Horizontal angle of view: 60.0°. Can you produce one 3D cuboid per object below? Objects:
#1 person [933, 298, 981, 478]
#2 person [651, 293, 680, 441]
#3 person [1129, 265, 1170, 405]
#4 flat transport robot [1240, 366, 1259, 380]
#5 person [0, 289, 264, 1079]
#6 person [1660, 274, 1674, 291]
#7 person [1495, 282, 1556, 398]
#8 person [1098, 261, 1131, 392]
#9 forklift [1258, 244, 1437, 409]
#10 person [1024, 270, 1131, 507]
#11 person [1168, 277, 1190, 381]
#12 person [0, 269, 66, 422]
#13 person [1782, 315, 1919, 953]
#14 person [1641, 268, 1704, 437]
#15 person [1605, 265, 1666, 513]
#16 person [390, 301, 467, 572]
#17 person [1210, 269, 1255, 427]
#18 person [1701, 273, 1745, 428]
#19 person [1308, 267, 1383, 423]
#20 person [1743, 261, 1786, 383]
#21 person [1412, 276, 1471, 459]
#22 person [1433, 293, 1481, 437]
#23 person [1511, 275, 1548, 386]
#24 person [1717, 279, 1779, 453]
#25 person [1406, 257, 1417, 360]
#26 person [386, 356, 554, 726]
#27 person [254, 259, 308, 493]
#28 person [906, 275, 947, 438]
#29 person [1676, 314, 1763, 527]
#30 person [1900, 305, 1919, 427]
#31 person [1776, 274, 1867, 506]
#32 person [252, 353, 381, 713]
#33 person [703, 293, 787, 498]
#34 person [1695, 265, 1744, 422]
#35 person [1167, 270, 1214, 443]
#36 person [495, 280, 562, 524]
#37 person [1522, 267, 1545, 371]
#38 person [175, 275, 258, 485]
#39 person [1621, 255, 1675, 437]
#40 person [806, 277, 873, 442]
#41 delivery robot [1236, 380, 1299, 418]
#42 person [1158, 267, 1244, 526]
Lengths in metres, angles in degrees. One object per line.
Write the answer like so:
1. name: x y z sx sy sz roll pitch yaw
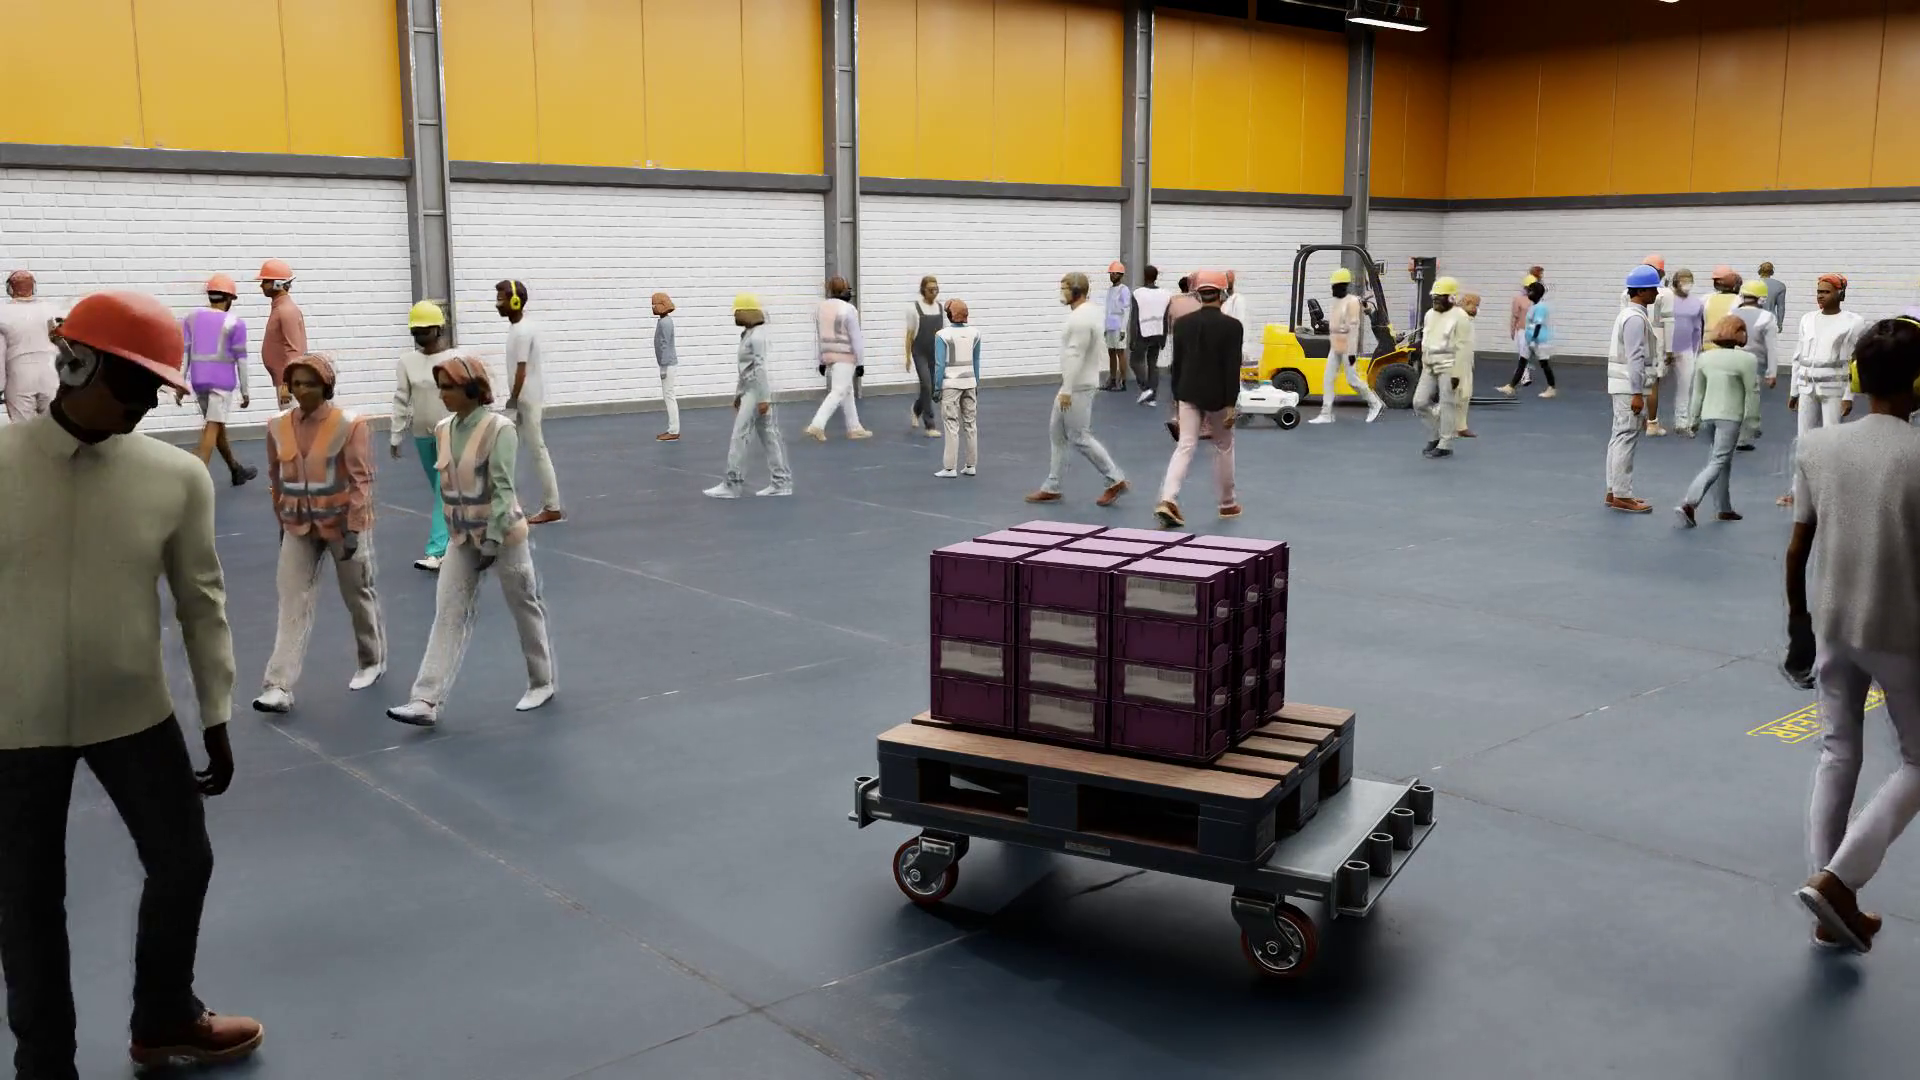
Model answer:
1. person: -0.024 -1.381 15.198 0.514 1.641 0.307 -8 12 -38
2. person: -3.241 -1.903 18.300 0.280 1.624 0.494 -2 10 -12
3. person: 2.554 -2.765 22.535 0.608 1.899 0.458 -4 11 -23
4. flat transport robot: 5.098 -2.740 27.153 0.652 0.197 1.431 9 13 43
5. person: -2.015 0.412 3.820 0.709 1.949 0.412 -7 12 -36
6. person: 10.176 -3.175 24.528 0.711 2.000 0.900 5 11 25
7. person: 8.135 -2.842 23.698 0.858 1.642 0.549 1 10 4
8. person: 2.326 -3.194 24.929 0.347 1.942 0.545 -5 11 -28
9. forklift: 5.256 -2.933 22.661 2.313 2.155 1.214 3 10 16
10. person: 0.967 -1.215 13.432 0.759 1.923 0.643 0 10 0
11. person: 3.606 -3.394 26.839 0.534 1.691 0.318 4 10 21
12. person: -7.968 -1.356 14.261 0.410 1.912 0.643 8 13 40
13. person: 2.614 0.297 4.760 0.434 1.851 0.557 -6 11 -32
14. person: 8.084 -2.143 18.932 0.640 1.906 0.965 0 10 -1
15. person: 5.344 -1.197 13.214 0.388 1.949 0.602 2 10 14
16. person: -3.408 -0.654 10.684 0.546 1.726 0.864 3 10 15
17. person: 3.211 -2.243 19.567 0.479 1.870 0.597 -3 10 -18
18. person: 8.990 -2.210 19.522 0.508 1.820 0.658 -5 11 -28
19. person: 4.709 -2.340 20.096 0.886 1.897 0.595 -3 10 -17
20. person: 12.776 -3.459 26.487 0.636 1.939 0.362 4 10 21
21. person: 4.798 -1.709 16.590 0.434 1.817 0.623 -5 11 -27
22. person: 5.551 -1.950 18.596 0.481 1.615 0.537 6 11 30
23. person: 8.912 -3.268 26.023 0.528 1.717 0.894 0 10 -1
24. person: 7.956 -1.745 16.886 0.773 1.802 0.626 -7 12 -36
25. person: 6.731 -3.072 24.023 0.689 2.022 0.608 6 12 33
26. person: -2.099 0.014 7.174 0.528 1.588 0.877 5 11 27
27. person: -5.675 -1.353 13.988 0.378 1.996 0.611 -5 11 -26
28. person: -0.405 -2.080 18.764 0.518 1.821 0.718 -5 11 -29
29. person: 5.682 -0.896 12.484 0.804 1.598 0.507 -5 11 -26
30. person: 8.433 -1.419 14.609 0.487 1.914 0.613 -1 10 -8
31. person: 6.892 -1.176 13.291 0.356 1.883 0.573 -5 11 -28
32. person: -2.883 -0.041 7.488 0.511 1.590 0.868 1 10 5
33. person: -1.829 -1.200 13.911 0.820 1.703 0.501 -2 10 -13
34. person: 9.106 -2.335 19.981 0.558 1.921 0.417 3 10 15
35. person: 2.537 -1.980 18.055 0.884 1.881 0.638 -7 12 -37
36. person: -3.398 -1.010 12.432 0.845 1.838 0.564 -4 10 -22
37. person: 10.105 -3.903 29.430 0.407 1.840 0.609 0 10 -2
38. person: -6.401 -1.332 14.269 0.589 1.866 1.060 2 10 10
39. person: 7.719 -2.174 18.687 0.390 2.035 0.605 -9 13 -44
40. person: -1.335 -1.971 18.187 0.930 1.806 0.637 -8 13 -39
41. delivery robot: 3.614 -1.641 19.594 0.707 0.478 0.477 2 9 5
42. person: 1.833 -1.079 12.541 0.609 1.954 1.021 7 12 34
